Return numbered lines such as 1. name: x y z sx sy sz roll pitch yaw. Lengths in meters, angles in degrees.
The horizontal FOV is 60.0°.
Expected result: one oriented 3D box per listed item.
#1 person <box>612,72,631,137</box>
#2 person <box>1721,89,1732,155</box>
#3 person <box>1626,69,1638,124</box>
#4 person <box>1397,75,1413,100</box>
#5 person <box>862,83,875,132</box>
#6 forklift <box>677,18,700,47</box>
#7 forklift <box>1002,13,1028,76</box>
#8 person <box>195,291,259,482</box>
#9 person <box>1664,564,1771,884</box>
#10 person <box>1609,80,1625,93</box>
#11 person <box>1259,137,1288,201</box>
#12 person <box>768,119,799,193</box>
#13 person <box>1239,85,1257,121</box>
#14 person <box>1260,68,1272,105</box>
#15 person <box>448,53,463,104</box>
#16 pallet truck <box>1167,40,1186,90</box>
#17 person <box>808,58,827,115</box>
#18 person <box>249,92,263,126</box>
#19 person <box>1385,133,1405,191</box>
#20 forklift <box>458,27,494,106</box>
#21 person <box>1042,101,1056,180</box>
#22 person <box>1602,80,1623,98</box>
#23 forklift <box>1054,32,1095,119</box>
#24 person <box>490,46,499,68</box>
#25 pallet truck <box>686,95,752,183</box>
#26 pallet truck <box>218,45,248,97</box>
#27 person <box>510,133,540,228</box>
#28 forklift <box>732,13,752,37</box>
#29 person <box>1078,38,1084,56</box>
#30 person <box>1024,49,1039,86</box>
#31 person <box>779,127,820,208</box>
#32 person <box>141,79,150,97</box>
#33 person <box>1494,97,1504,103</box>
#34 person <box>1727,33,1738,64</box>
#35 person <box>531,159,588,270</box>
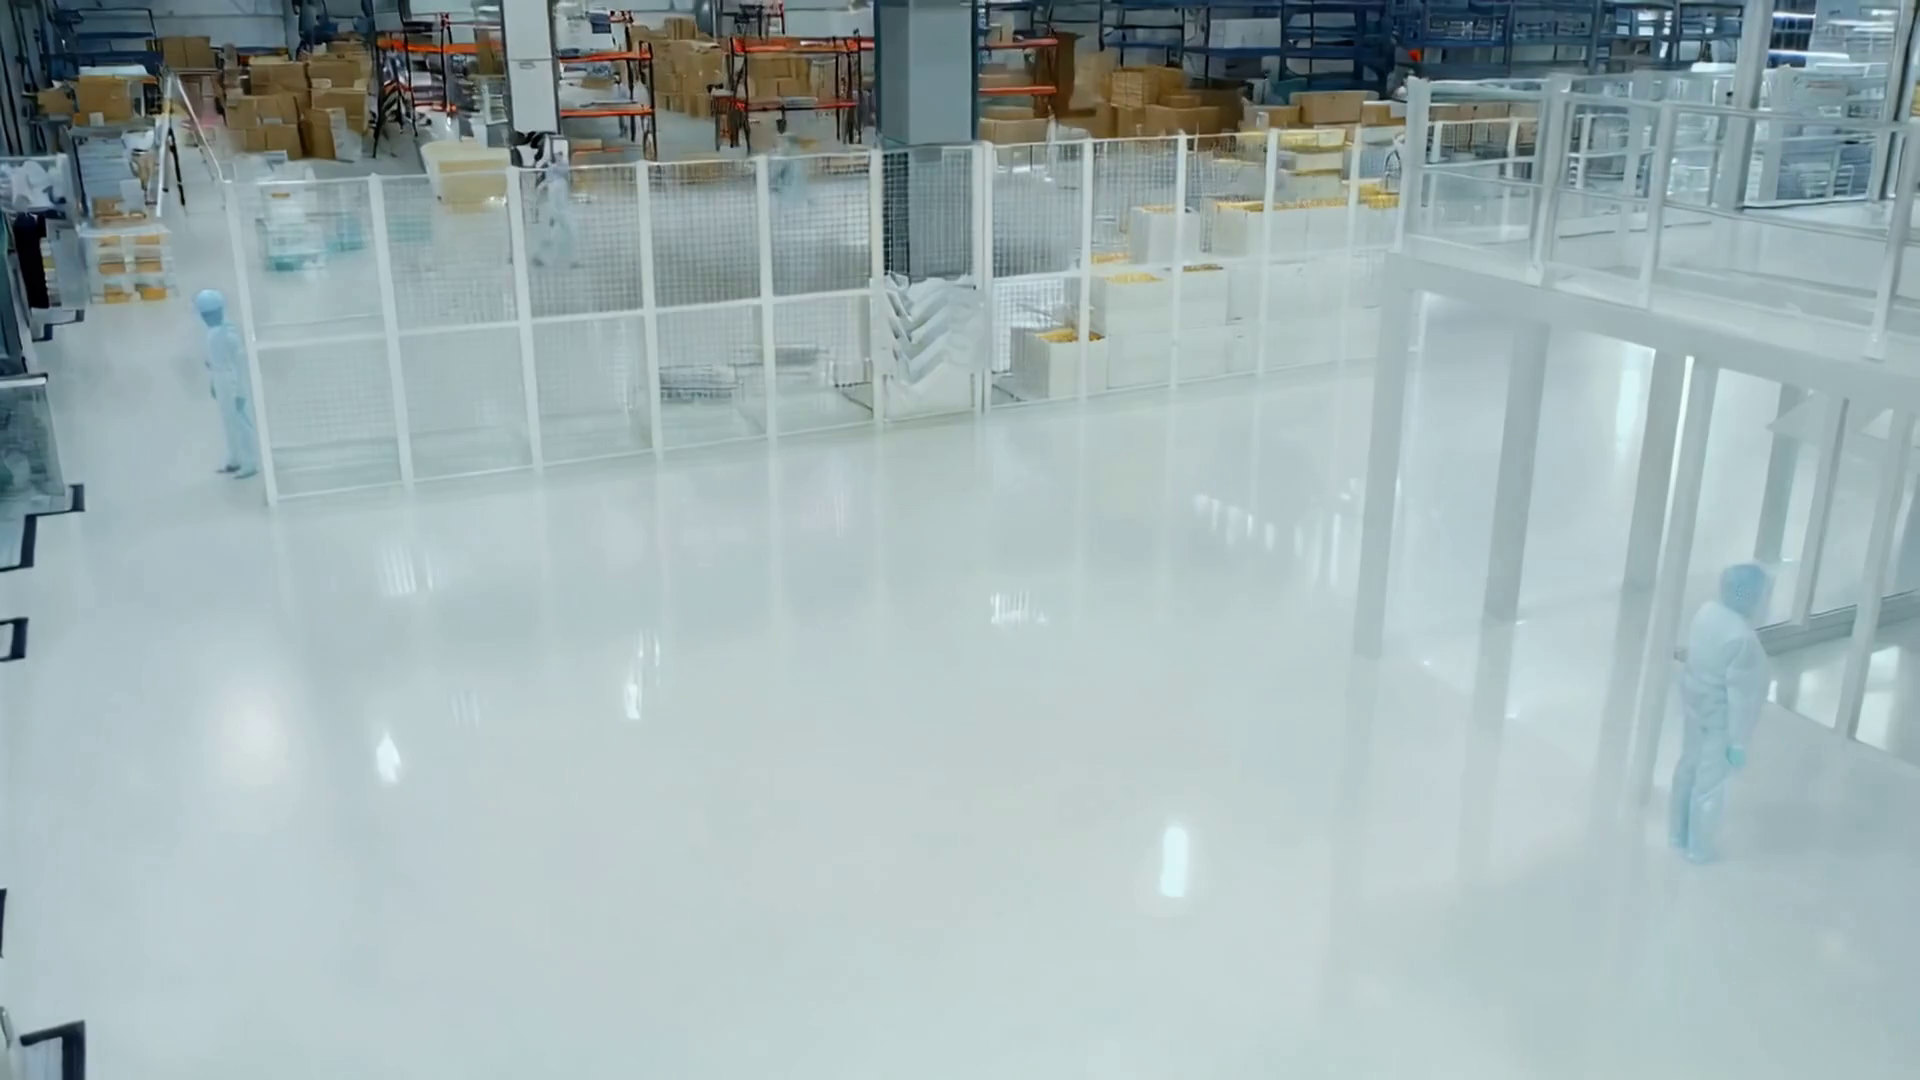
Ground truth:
1. person: -10.210 -13.140 50.214 0.584 1.918 0.376 -15 24 -37
2. person: 19.348 -10.348 42.001 0.378 1.996 0.611 12 22 31
3. person: 22.138 -14.559 54.575 0.364 1.756 0.525 5 20 13
4. person: 12.911 -12.417 47.933 0.696 2.000 1.030 1 19 2
5. person: -2.465 -11.985 47.047 0.851 1.798 0.558 -15 24 -37
6. forklift: -11.671 -21.111 71.867 1.129 2.768 1.873 -4 19 -11
7. forklift: 2.289 -23.403 78.512 1.873 2.768 1.129 6 20 17
8. person: -7.323 -1.540 16.589 0.584 1.918 0.376 16 24 38
9. person: 4.259 1.007 9.319 0.430 1.845 0.619 1 19 4
10. person: 21.162 -14.217 53.750 0.541 1.631 0.849 8 21 23
11. person: 5.861 -6.702 31.571 0.663 1.897 0.939 -11 22 -29
12. person: -4.077 -8.755 37.906 0.861 1.647 0.544 8 20 21
13. person: 7.835 -11.537 45.653 0.596 1.871 0.990 -11 22 -29
14. person: 9.769 -14.180 53.343 0.671 1.850 0.513 17 26 41
15. person: -18.831 -17.289 62.346 0.896 1.840 0.603 11 22 28
16. pallet truck: 9.045 -19.971 69.895 0.823 1.965 1.885 -3 19 -8
17. person: -4.944 -15.745 57.758 0.653 1.920 0.507 -5 20 -15
18. person: -22.717 -14.328 53.657 0.557 1.912 0.728 13 23 33
19. person: 8.333 -6.744 31.642 0.542 1.939 0.361 -9 21 -24
20. forklift: -17.424 -17.343 60.945 1.873 2.768 1.129 -9 21 -25
21. person: 2.157 -9.620 40.081 0.330 1.874 0.518 0 19 1
22. person: 18.953 -12.549 48.448 0.612 1.957 0.375 11 22 30
23. forklift: 3.560 -15.774 56.397 1.873 2.768 1.129 -9 21 -25
24. person: -18.456 -18.471 65.638 0.547 1.938 0.359 -12 22 -31
25. pallet truck: -5.836 -9.608 39.856 0.823 1.965 1.885 10 22 27
26. pallet truck: -28.879 -18.665 66.111 0.823 1.965 1.885 -3 19 -9
27. person: -8.603 -7.097 32.836 0.430 1.835 0.630 13 23 33
28. forklift: -10.301 -23.581 79.028 1.129 2.768 1.873 0 19 -1
29. person: 5.948 -23.338 80.195 0.522 1.640 0.305 9 21 25
30. person: 3.066 -20.388 71.251 0.606 1.906 0.424 1 19 3
31. person: -3.461 -7.907 35.360 0.899 1.695 0.503 -5 20 -15
32. person: -25.075 -13.434 51.503 0.515 1.634 0.313 9 21 25
33. person: 13.198 -9.885 40.814 0.573 1.888 0.962 -9 21 -24
34. person: 36.756 -23.105 79.091 0.668 1.921 0.655 -4 19 -12
35. person: -6.858 -5.505 28.137 0.948 1.896 0.668 4 19 11
